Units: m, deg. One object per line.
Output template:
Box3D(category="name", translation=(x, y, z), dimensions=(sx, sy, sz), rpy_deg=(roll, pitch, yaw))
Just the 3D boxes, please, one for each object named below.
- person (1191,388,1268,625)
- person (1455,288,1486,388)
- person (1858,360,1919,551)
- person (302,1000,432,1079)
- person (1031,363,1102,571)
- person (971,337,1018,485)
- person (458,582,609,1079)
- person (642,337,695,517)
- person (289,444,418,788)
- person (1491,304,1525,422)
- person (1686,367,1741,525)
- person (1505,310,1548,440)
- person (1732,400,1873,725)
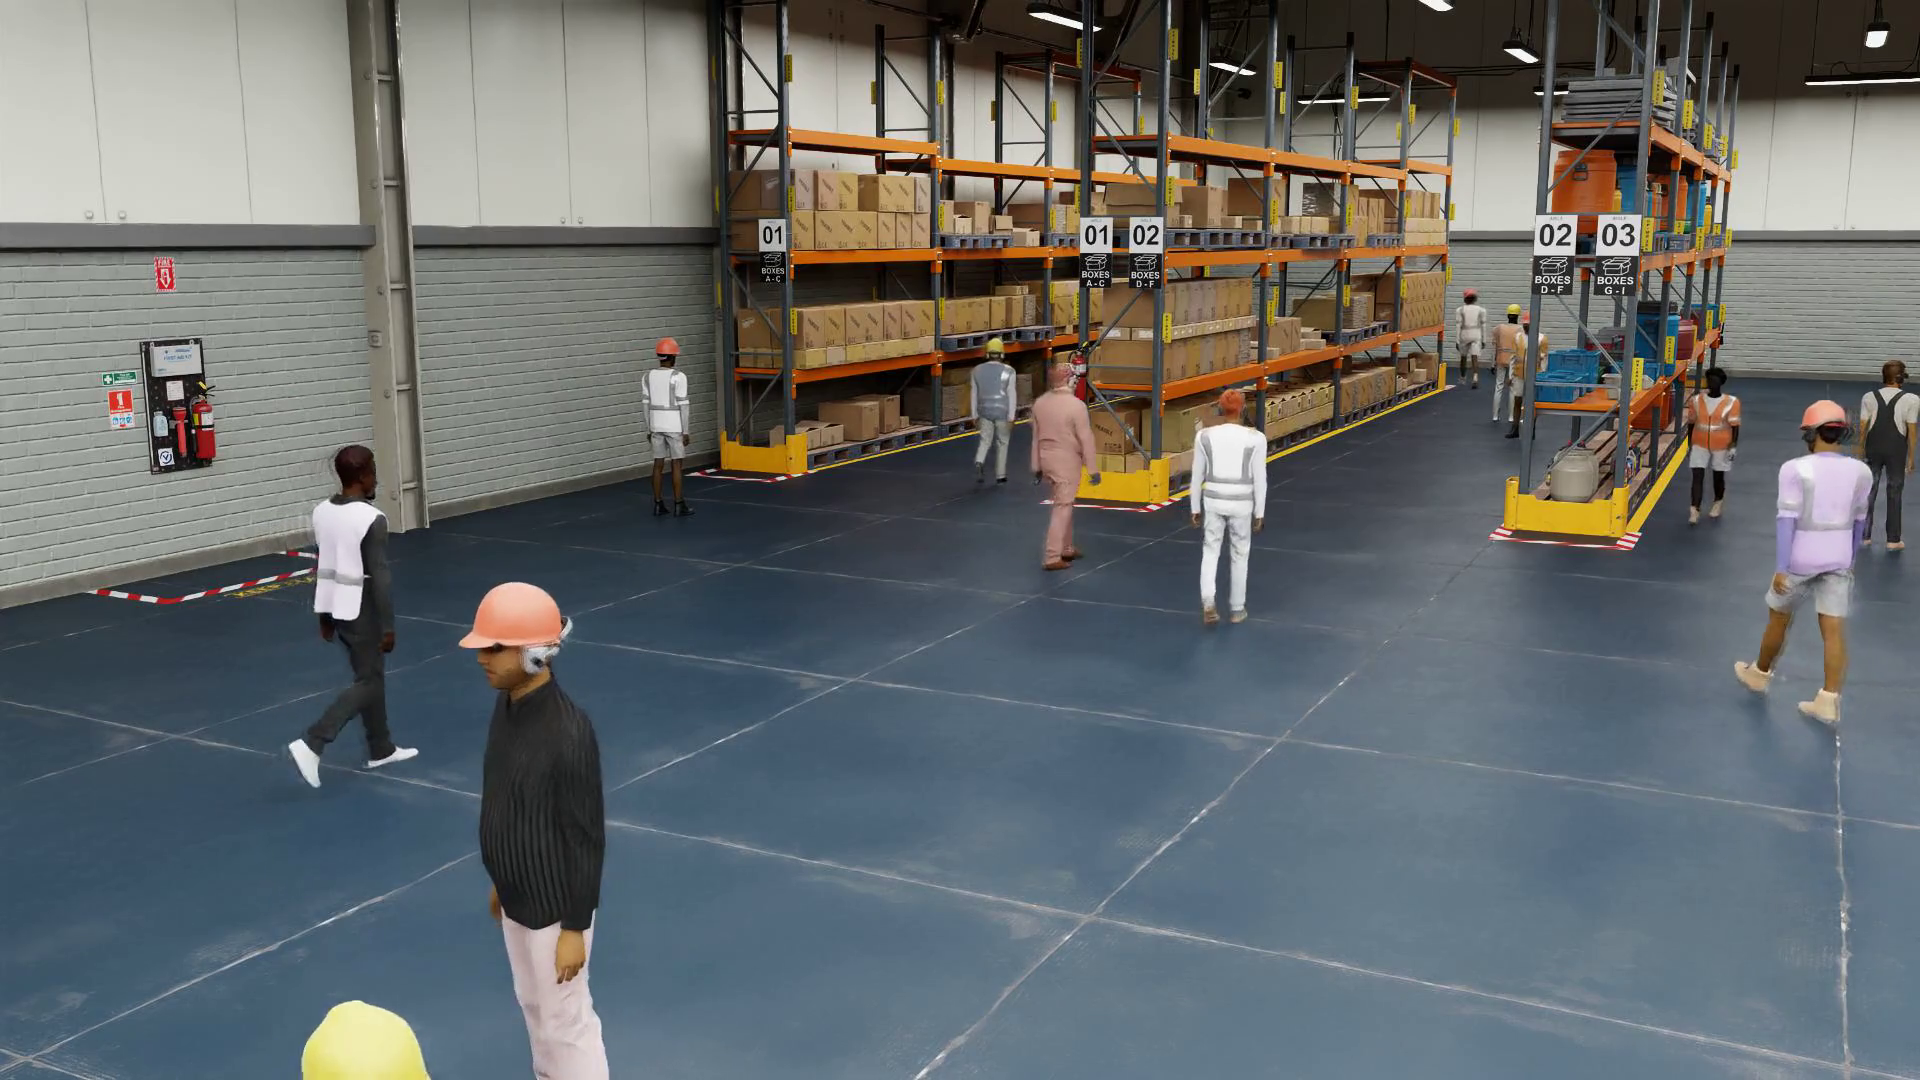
Box3D(category="person", translation=(2.085, -0.249, 12.915), dimensions=(0.587, 1.871, 0.719), rpy_deg=(4, 11, 19))
Box3D(category="person", translation=(10.208, -4.031, 33.228), dimensions=(0.626, 1.996, 1.052), rpy_deg=(1, 10, 3))
Box3D(category="person", translation=(8.951, -0.817, 16.084), dimensions=(0.506, 1.842, 0.348), rpy_deg=(9, 14, 41))
Box3D(category="person", translation=(-0.933, 1.658, 2.925), dimensions=(0.520, 1.723, 0.927), rpy_deg=(-8, 13, -36))
Box3D(category="person", translation=(1.033, -0.673, 15.216), dimensions=(0.790, 1.882, 0.648), rpy_deg=(-8, 13, -36))
Box3D(category="person", translation=(0.402, -1.534, 20.092), dimensions=(0.592, 1.814, 0.602), rpy_deg=(4, 11, 20))
Box3D(category="person", translation=(-1.322, 1.105, 5.185), dimensions=(0.393, 1.993, 0.620), rpy_deg=(-8, 13, -36))
Box3D(category="person", translation=(-3.161, -1.218, 18.008), dimensions=(0.547, 1.938, 0.378), rpy_deg=(4, 11, 21))
Box3D(category="person", translation=(-3.407, 0.418, 9.239), dimensions=(0.599, 1.897, 0.801), rpy_deg=(8, 13, 36))
Box3D(category="person", translation=(8.969, -2.884, 27.160), dimensions=(0.586, 1.920, 0.398), rpy_deg=(6, 12, 30))
Box3D(category="person", translation=(8.001, -1.015, 17.680), dimensions=(0.541, 1.657, 0.857), rpy_deg=(7, 12, 33))
Box3D(category="person", translation=(8.425, -2.453, 24.753), dimensions=(0.551, 1.932, 0.378), rpy_deg=(8, 13, 38))
Box3D(category="person", translation=(5.393, 0.107, 10.625), dimensions=(0.622, 1.994, 0.992), rpy_deg=(-1, 10, -3))
